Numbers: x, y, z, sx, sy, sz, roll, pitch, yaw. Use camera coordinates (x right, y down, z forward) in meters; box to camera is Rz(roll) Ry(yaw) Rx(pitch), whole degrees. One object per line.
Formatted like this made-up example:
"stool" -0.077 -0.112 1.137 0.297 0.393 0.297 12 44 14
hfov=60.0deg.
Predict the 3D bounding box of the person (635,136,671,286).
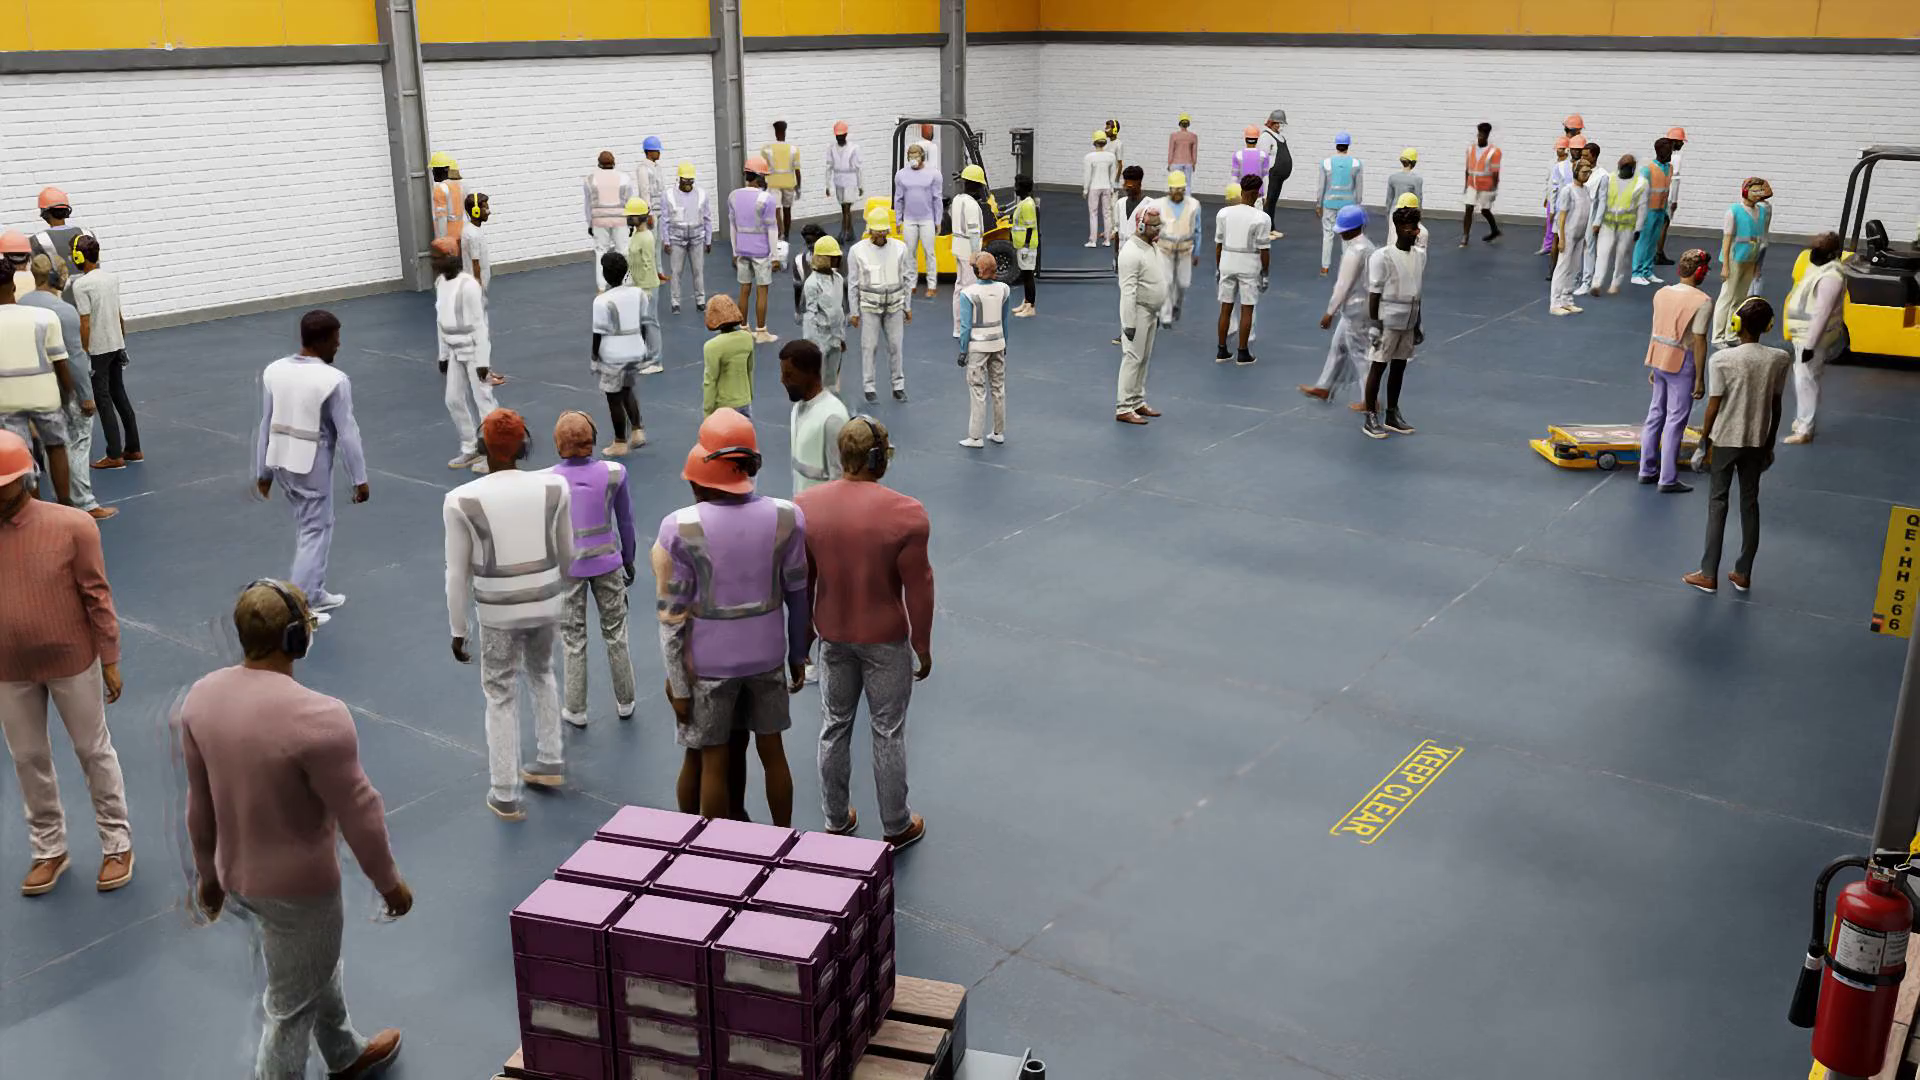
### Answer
"person" -4.070 -4.370 22.077 0.391 1.946 0.607 3 18 9

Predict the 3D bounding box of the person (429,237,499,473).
"person" -3.902 -1.444 13.066 0.584 1.868 0.418 17 24 42

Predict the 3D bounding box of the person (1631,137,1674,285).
"person" 9.226 -4.376 22.137 0.595 1.921 0.386 -12 22 -34

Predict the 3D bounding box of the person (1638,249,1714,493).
"person" 5.398 -1.271 12.567 0.394 1.836 0.559 -5 18 -15

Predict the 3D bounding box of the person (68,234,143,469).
"person" -6.827 -1.489 13.224 0.342 1.854 0.525 2 18 7

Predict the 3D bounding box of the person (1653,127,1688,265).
"person" 10.120 -4.922 23.826 0.377 1.932 0.548 -3 18 -10

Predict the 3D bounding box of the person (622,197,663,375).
"person" -3.180 -2.542 16.667 0.334 1.761 0.527 -8 19 -23

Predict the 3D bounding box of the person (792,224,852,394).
"person" -1.292 -2.117 15.506 0.572 1.646 0.833 2 18 7

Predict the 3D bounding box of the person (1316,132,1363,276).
"person" 5.179 -4.580 22.737 0.614 1.942 0.406 3 18 8

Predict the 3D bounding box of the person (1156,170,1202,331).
"person" 2.446 -3.310 18.979 0.603 1.822 0.544 -1 18 -2

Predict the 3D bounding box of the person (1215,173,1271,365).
"person" 2.897 -2.767 17.066 0.614 1.951 0.388 12 21 33

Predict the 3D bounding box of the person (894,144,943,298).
"person" -0.529 -4.042 21.088 0.635 1.929 0.374 4 18 13

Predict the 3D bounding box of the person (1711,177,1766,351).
"person" 8.339 -2.953 17.806 0.571 1.845 0.382 -10 20 -29

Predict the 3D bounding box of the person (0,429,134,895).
"person" -3.750 0.504 6.778 0.624 1.984 0.413 -4 18 -12

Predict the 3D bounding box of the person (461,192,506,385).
"person" -4.656 -2.428 16.151 0.322 1.861 0.511 -6 19 -17

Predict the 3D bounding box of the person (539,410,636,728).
"person" -1.893 0.153 8.430 0.523 1.636 0.310 -8 19 -24

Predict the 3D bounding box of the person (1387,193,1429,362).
"person" 4.577 -2.713 17.225 0.294 1.744 0.486 -14 23 -38

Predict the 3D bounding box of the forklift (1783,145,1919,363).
"forklift" 9.803 -2.879 17.013 2.313 2.155 1.214 12 21 33

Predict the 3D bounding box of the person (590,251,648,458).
"person" -2.764 -1.495 13.495 0.355 1.684 0.555 13 22 35

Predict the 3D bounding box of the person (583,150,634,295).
"person" -4.452 -4.021 21.193 0.630 1.832 0.432 -4 18 -13

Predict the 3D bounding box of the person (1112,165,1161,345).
"person" 1.886 -3.061 17.975 0.385 1.955 0.608 -15 23 -39

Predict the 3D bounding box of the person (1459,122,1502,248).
"person" 8.057 -5.478 25.609 0.893 1.918 0.650 -17 24 -42

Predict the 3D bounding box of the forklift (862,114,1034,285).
"forklift" -0.171 -4.594 22.377 2.313 2.155 1.214 1 18 3

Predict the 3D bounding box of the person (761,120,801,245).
"person" -2.729 -5.442 25.454 0.612 1.939 0.909 -5 18 -14

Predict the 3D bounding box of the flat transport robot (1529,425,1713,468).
"flat transport robot" 5.463 -0.772 13.532 1.431 0.197 0.652 0 18 -1

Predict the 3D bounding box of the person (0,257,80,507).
"person" -6.440 -0.965 11.401 0.659 1.958 0.496 -10 20 -29

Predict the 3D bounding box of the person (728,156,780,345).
"person" -2.219 -3.145 18.116 0.613 2.033 0.411 10 20 29

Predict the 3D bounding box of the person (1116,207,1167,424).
"person" 1.616 -1.979 14.686 0.399 1.900 0.650 8 19 24

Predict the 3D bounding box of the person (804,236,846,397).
"person" -1.111 -1.685 14.008 0.312 1.744 0.487 10 20 28

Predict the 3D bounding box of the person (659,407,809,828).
"person" -0.923 0.462 6.831 0.609 2.035 0.408 -8 19 -24

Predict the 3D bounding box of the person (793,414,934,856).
"person" -0.415 0.420 7.111 0.635 1.935 0.350 5 18 15

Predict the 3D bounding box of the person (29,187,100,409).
"person" -7.973 -2.121 14.886 0.378 2.044 0.608 10 20 29
